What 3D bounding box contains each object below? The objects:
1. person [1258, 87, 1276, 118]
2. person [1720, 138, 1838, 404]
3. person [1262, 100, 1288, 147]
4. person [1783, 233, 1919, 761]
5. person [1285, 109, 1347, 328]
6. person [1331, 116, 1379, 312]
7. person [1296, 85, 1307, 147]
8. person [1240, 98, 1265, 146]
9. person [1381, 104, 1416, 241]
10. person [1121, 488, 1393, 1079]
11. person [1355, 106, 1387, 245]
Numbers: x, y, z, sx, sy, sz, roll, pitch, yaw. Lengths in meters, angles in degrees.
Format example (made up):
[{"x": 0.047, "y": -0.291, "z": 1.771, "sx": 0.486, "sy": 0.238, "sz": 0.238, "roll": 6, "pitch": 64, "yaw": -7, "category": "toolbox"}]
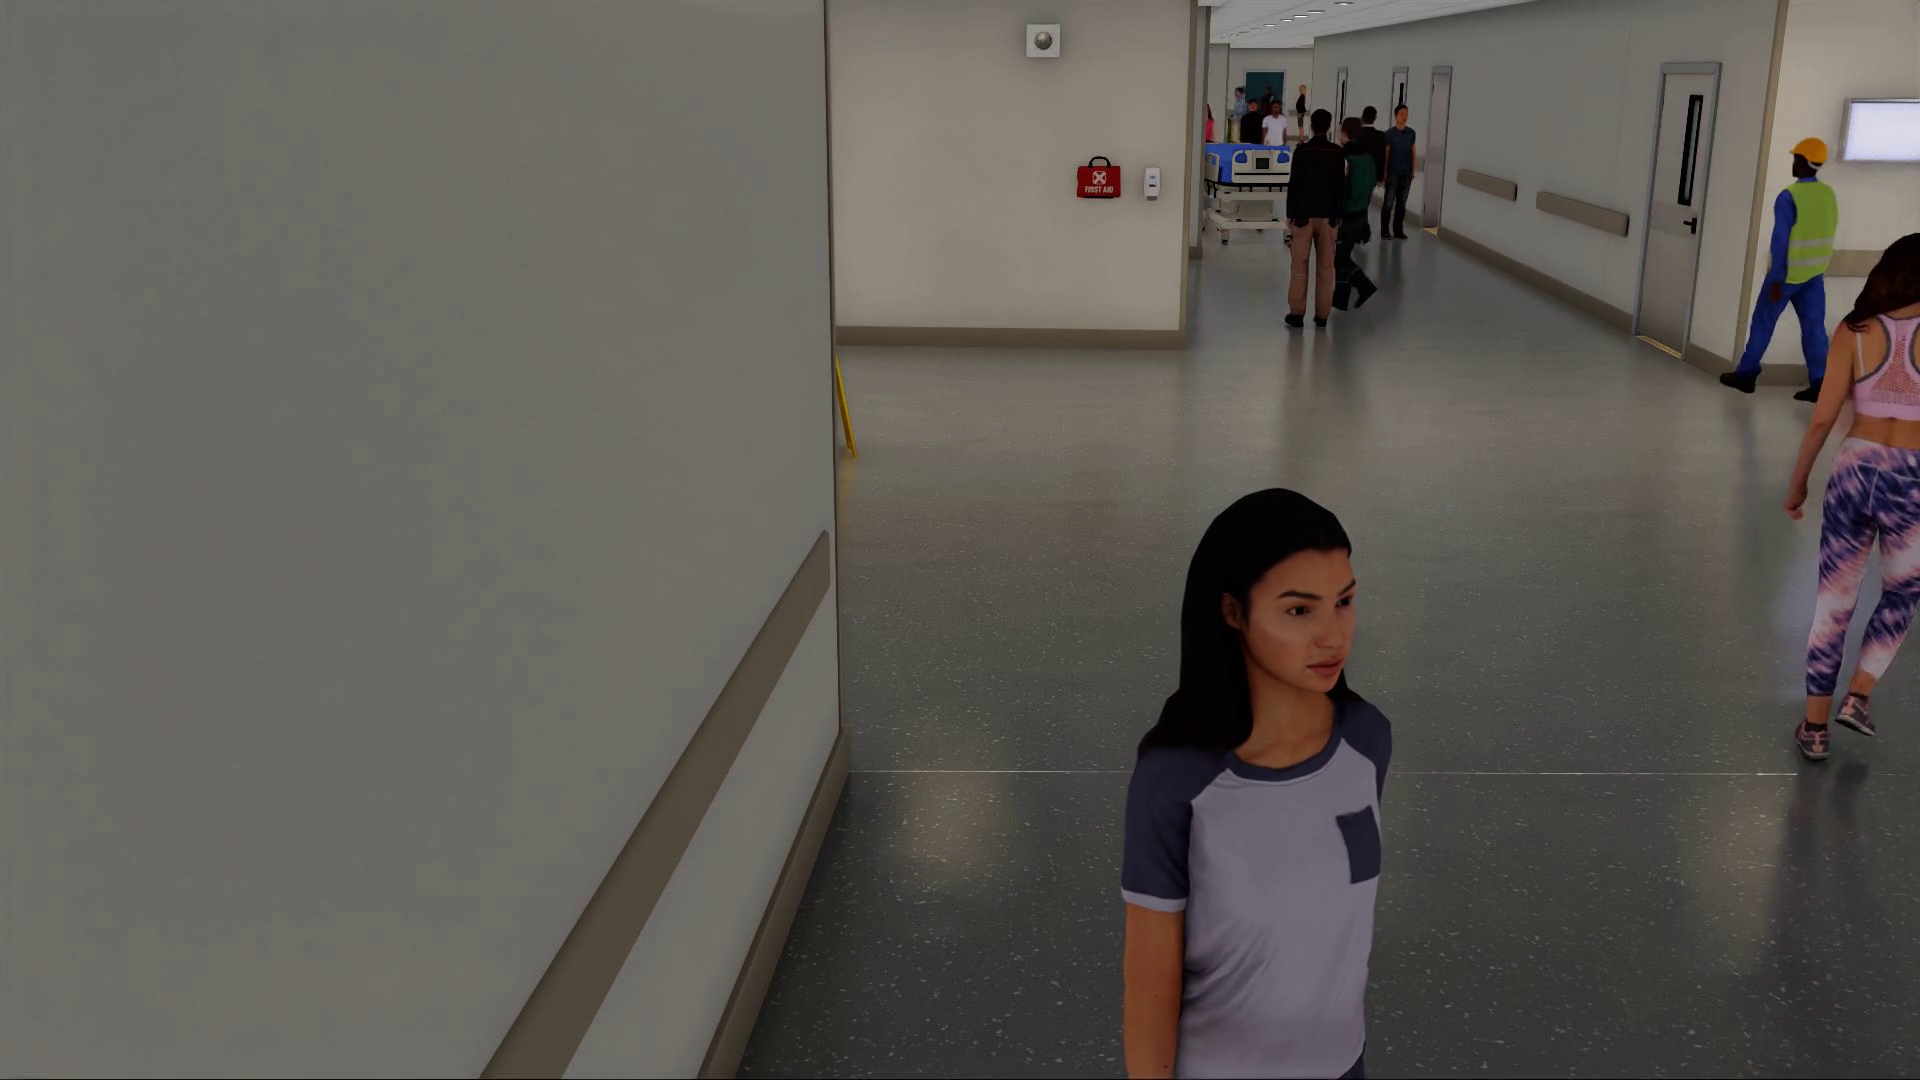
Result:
[{"x": 8.714, "y": -11.865, "z": 46.958, "sx": 0.828, "sy": 1.794, "sz": 0.803, "roll": -7, "pitch": 17, "yaw": -24, "category": "person"}, {"x": 5.747, "y": -1.778, "z": 11.298, "sx": 1.210, "sy": 1.770, "sz": 1.047, "roll": -5, "pitch": 17, "yaw": -18, "category": "person"}, {"x": 5.878, "y": -7.362, "z": 31.221, "sx": 0.652, "sy": 1.707, "sz": 0.779, "roll": -2, "pitch": 16, "yaw": -8, "category": "person"}, {"x": 2.995, "y": -0.102, "z": 5.388, "sx": 0.751, "sy": 1.752, "sz": 0.864, "roll": 9, "pitch": 18, "yaw": 29, "category": "person"}, {"x": 3.187, "y": -2.897, "z": 14.981, "sx": 0.597, "sy": 1.925, "sz": 0.791, "roll": -2, "pitch": 16, "yaw": -6, "category": "person"}, {"x": 3.733, "y": -3.067, "z": 15.768, "sx": 0.933, "sy": 1.822, "sz": 1.013, "roll": -15, "pitch": 22, "yaw": -43, "category": "person"}, {"x": 10.532, "y": -13.099, "z": 51.318, "sx": 0.538, "sy": 1.844, "sz": 0.597, "roll": 2, "pitch": 16, "yaw": 7, "category": "person"}, {"x": 5.898, "y": -8.044, "z": 33.643, "sx": 0.862, "sy": 1.706, "sz": 0.781, "roll": 4, "pitch": 16, "yaw": 13, "category": "person"}, {"x": 5.996, "y": -5.039, "z": 22.795, "sx": 0.630, "sy": 1.809, "sz": 0.776, "roll": -5, "pitch": 17, "yaw": -19, "category": "person"}, {"x": 0.402, "y": 0.773, "z": 2.319, "sx": 0.636, "sy": 1.734, "sz": 0.720, "roll": -10, "pitch": 19, "yaw": -32, "category": "person"}, {"x": 5.318, "y": -4.748, "z": 21.820, "sx": 1.036, "sy": 1.777, "sz": 0.849, "roll": 0, "pitch": 16, "yaw": 0, "category": "person"}]
